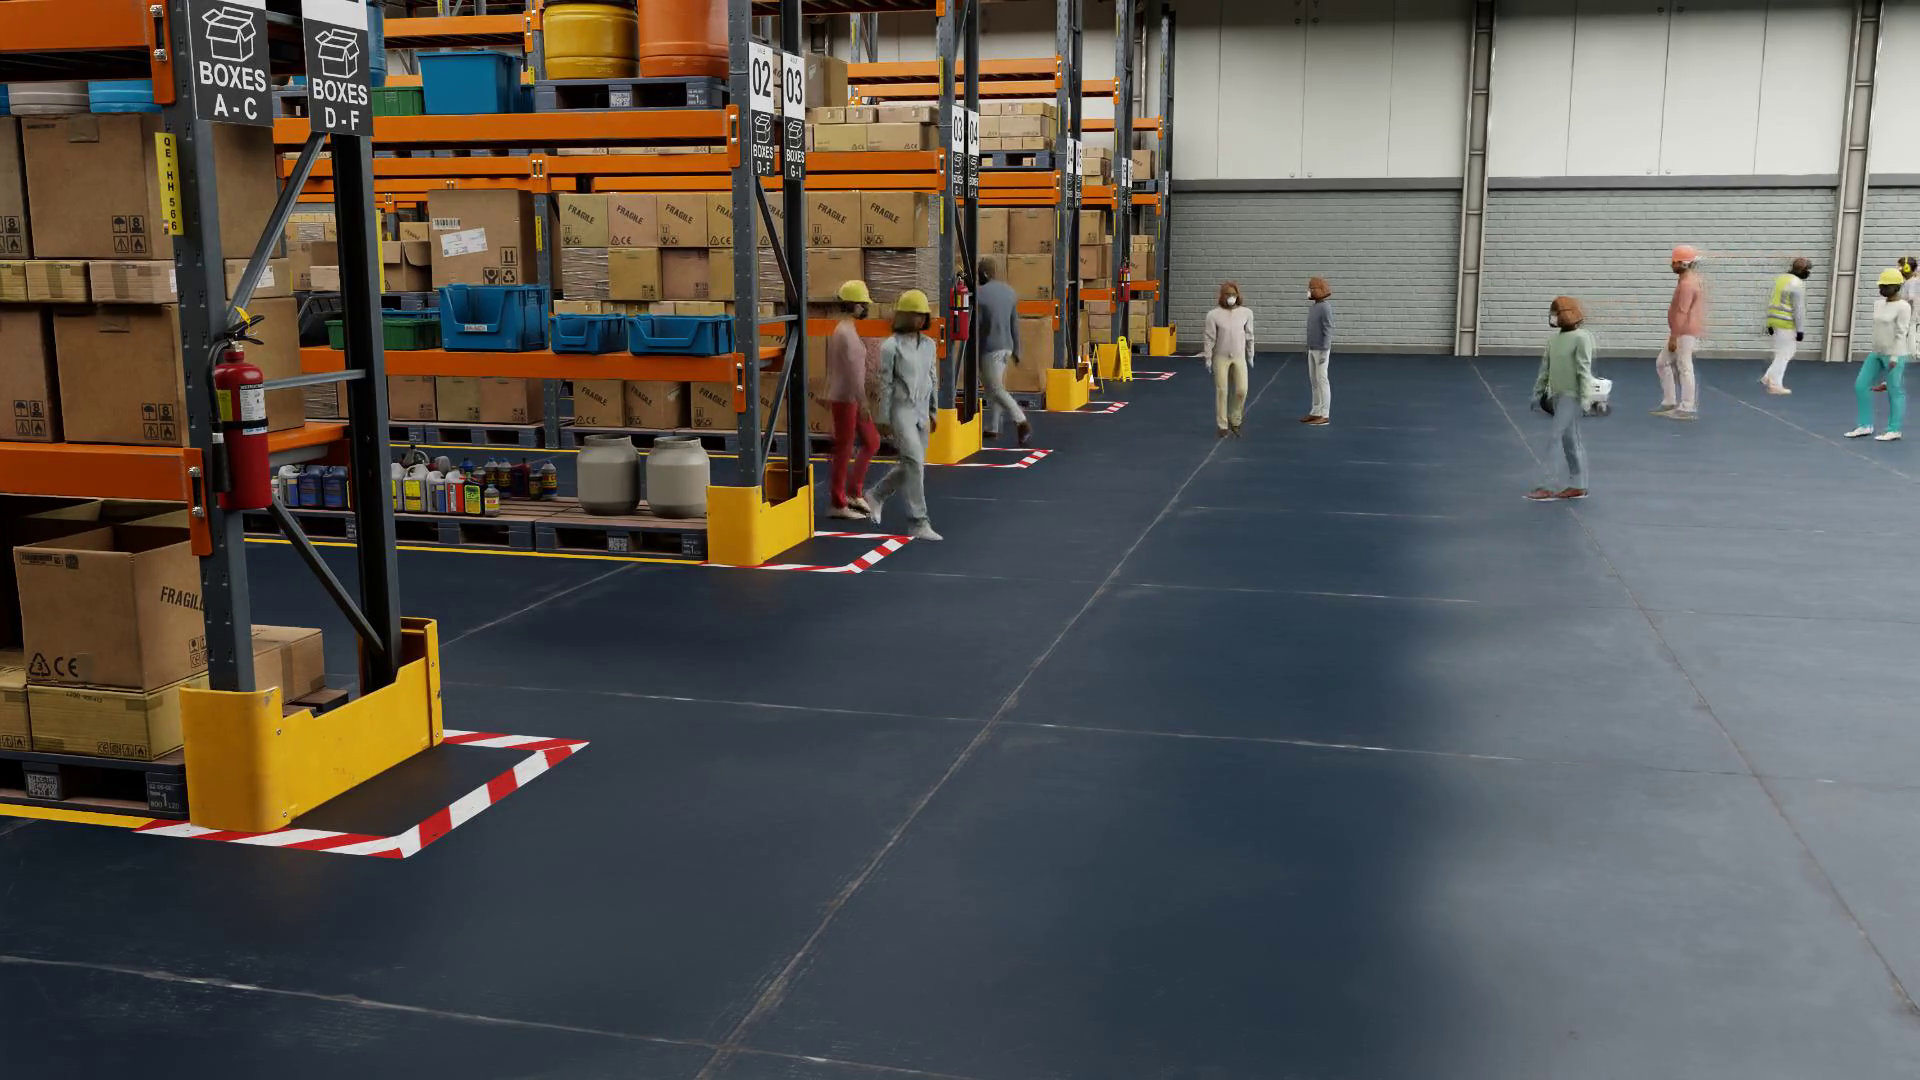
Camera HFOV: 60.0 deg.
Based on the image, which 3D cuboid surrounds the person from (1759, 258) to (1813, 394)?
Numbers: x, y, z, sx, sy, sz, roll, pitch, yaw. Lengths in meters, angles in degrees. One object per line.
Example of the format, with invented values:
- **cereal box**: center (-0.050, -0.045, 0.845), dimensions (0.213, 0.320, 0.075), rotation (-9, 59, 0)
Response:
- **person**: center (10.962, -2.818, 22.007), dimensions (0.453, 1.811, 0.660), rotation (1, 10, 6)

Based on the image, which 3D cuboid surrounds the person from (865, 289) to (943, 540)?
- **person**: center (-0.404, -0.875, 11.509), dimensions (0.740, 1.720, 0.486), rotation (9, 14, 41)

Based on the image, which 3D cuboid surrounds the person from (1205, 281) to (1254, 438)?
- **person**: center (2.776, -1.839, 17.083), dimensions (0.534, 1.616, 0.484), rotation (0, 10, -2)

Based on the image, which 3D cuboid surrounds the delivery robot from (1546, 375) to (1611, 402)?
- **delivery robot**: center (7.219, -1.777, 19.440), dimensions (0.707, 0.478, 0.477), rotation (1, 10, 7)

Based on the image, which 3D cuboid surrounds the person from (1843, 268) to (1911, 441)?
- **person**: center (9.340, -1.874, 16.893), dimensions (0.635, 1.745, 0.540), rotation (-2, 10, -9)

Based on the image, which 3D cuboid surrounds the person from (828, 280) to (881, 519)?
- **person**: center (-0.751, -1.011, 12.136), dimensions (0.464, 1.751, 0.537), rotation (1, 10, 4)

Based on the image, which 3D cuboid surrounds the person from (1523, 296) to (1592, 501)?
- **person**: center (4.654, -1.097, 13.024), dimensions (0.734, 1.602, 0.523), rotation (-2, 10, -12)

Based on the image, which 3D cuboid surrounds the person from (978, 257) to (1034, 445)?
- **person**: center (0.415, -1.879, 16.620), dimensions (0.872, 1.887, 0.638), rotation (8, 13, 37)

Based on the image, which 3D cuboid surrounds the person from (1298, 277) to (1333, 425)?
- **person**: center (3.972, -2.096, 18.479), dimensions (0.266, 1.631, 0.507), rotation (-2, 10, -9)

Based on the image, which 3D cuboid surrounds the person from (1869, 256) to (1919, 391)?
- **person**: center (12.807, -2.880, 22.286), dimensions (0.875, 1.826, 0.585), rotation (5, 11, 26)

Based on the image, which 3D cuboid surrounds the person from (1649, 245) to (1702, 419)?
- **person**: center (8.148, -2.362, 18.993), dimensions (0.628, 1.973, 0.653), rotation (4, 11, 20)

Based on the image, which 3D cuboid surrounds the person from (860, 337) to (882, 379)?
- **person**: center (-1.089, -2.372, 19.254), dimensions (0.407, 1.908, 0.641), rotation (3, 11, 16)
